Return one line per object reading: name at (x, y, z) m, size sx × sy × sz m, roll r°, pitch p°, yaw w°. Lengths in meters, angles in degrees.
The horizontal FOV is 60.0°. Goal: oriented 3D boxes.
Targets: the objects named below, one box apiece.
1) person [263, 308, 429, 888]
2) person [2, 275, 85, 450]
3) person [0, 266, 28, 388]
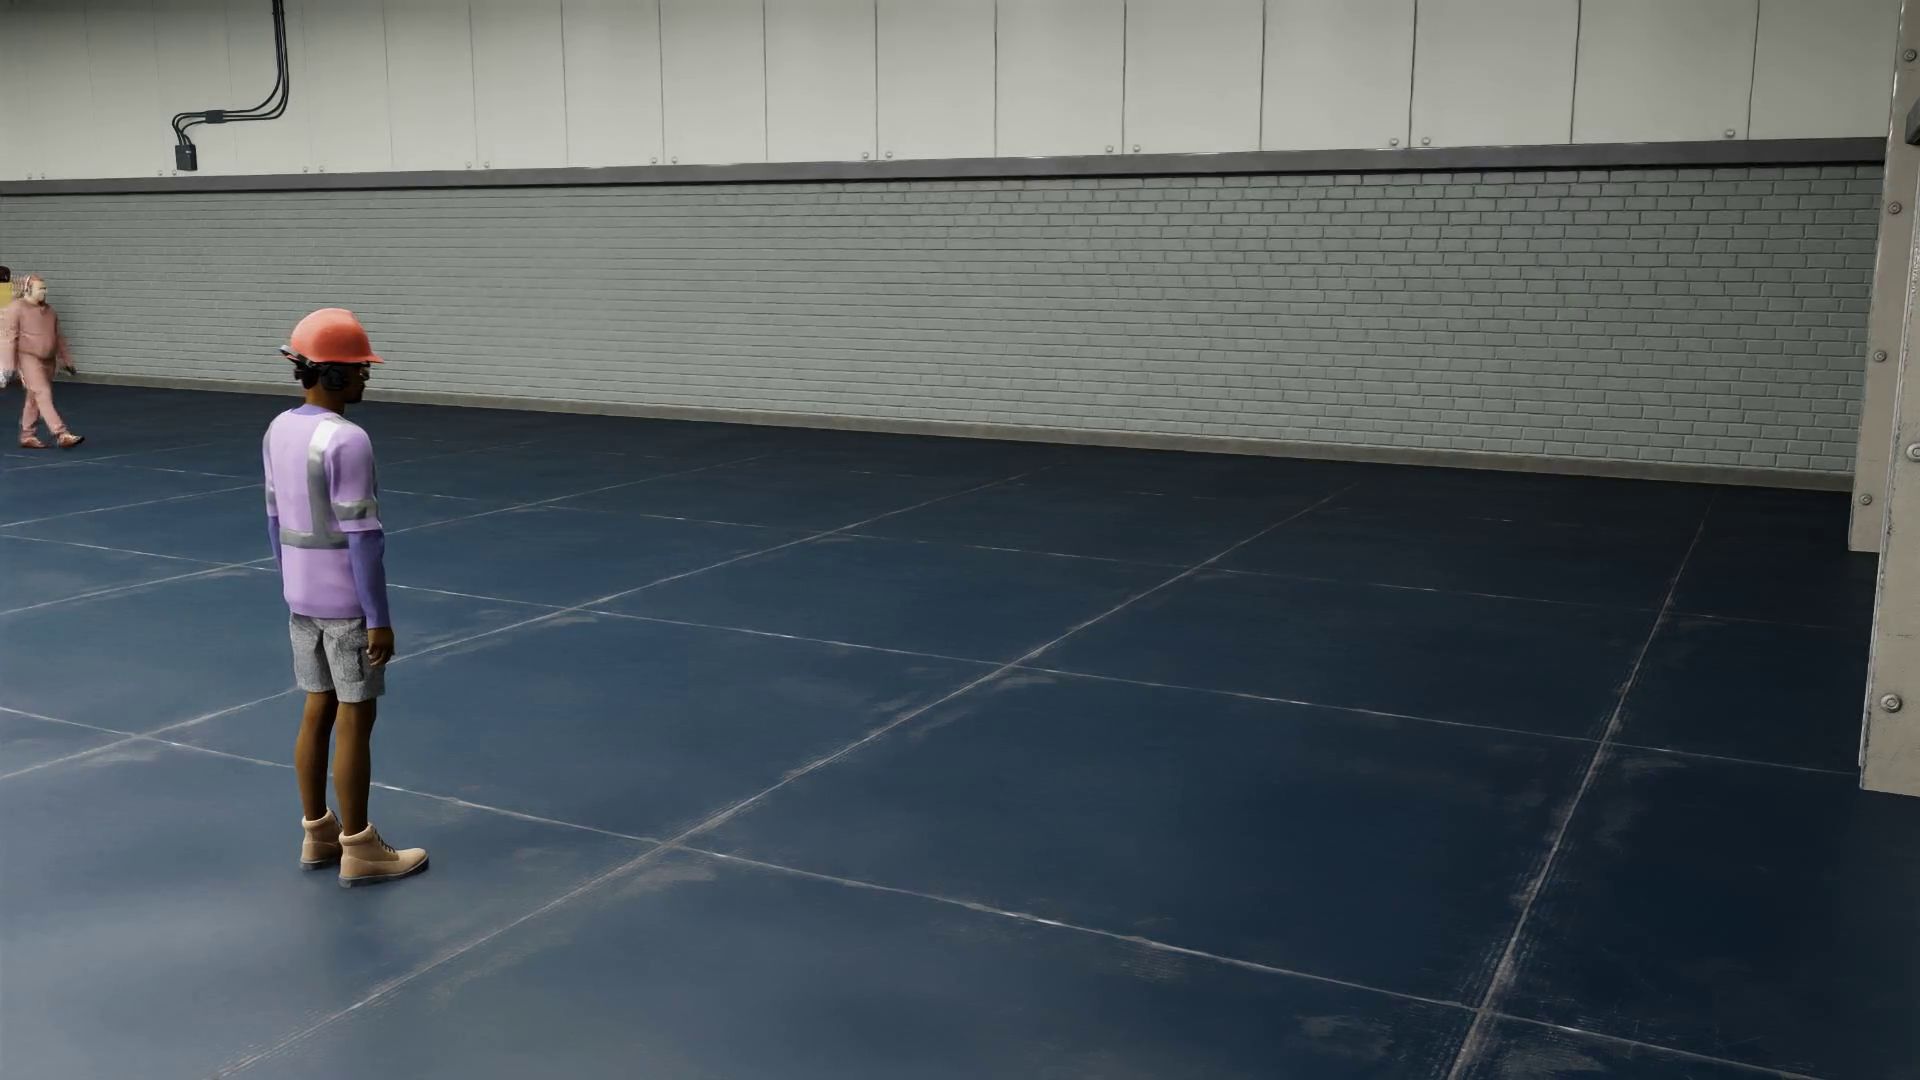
person at (-2.192, 0.204, 5.923) m, size 0.615 × 2.041 × 0.384 m, roll 9°, pitch 14°, yaw 41°
person at (-9.750, -1.881, 17.772) m, size 0.967 × 1.856 × 0.681 m, roll 2°, pitch 11°, yaw 12°
person at (-14.421, -3.223, 25.180) m, size 0.624 × 1.838 × 0.430 m, roll -4°, pitch 11°, yaw -21°
